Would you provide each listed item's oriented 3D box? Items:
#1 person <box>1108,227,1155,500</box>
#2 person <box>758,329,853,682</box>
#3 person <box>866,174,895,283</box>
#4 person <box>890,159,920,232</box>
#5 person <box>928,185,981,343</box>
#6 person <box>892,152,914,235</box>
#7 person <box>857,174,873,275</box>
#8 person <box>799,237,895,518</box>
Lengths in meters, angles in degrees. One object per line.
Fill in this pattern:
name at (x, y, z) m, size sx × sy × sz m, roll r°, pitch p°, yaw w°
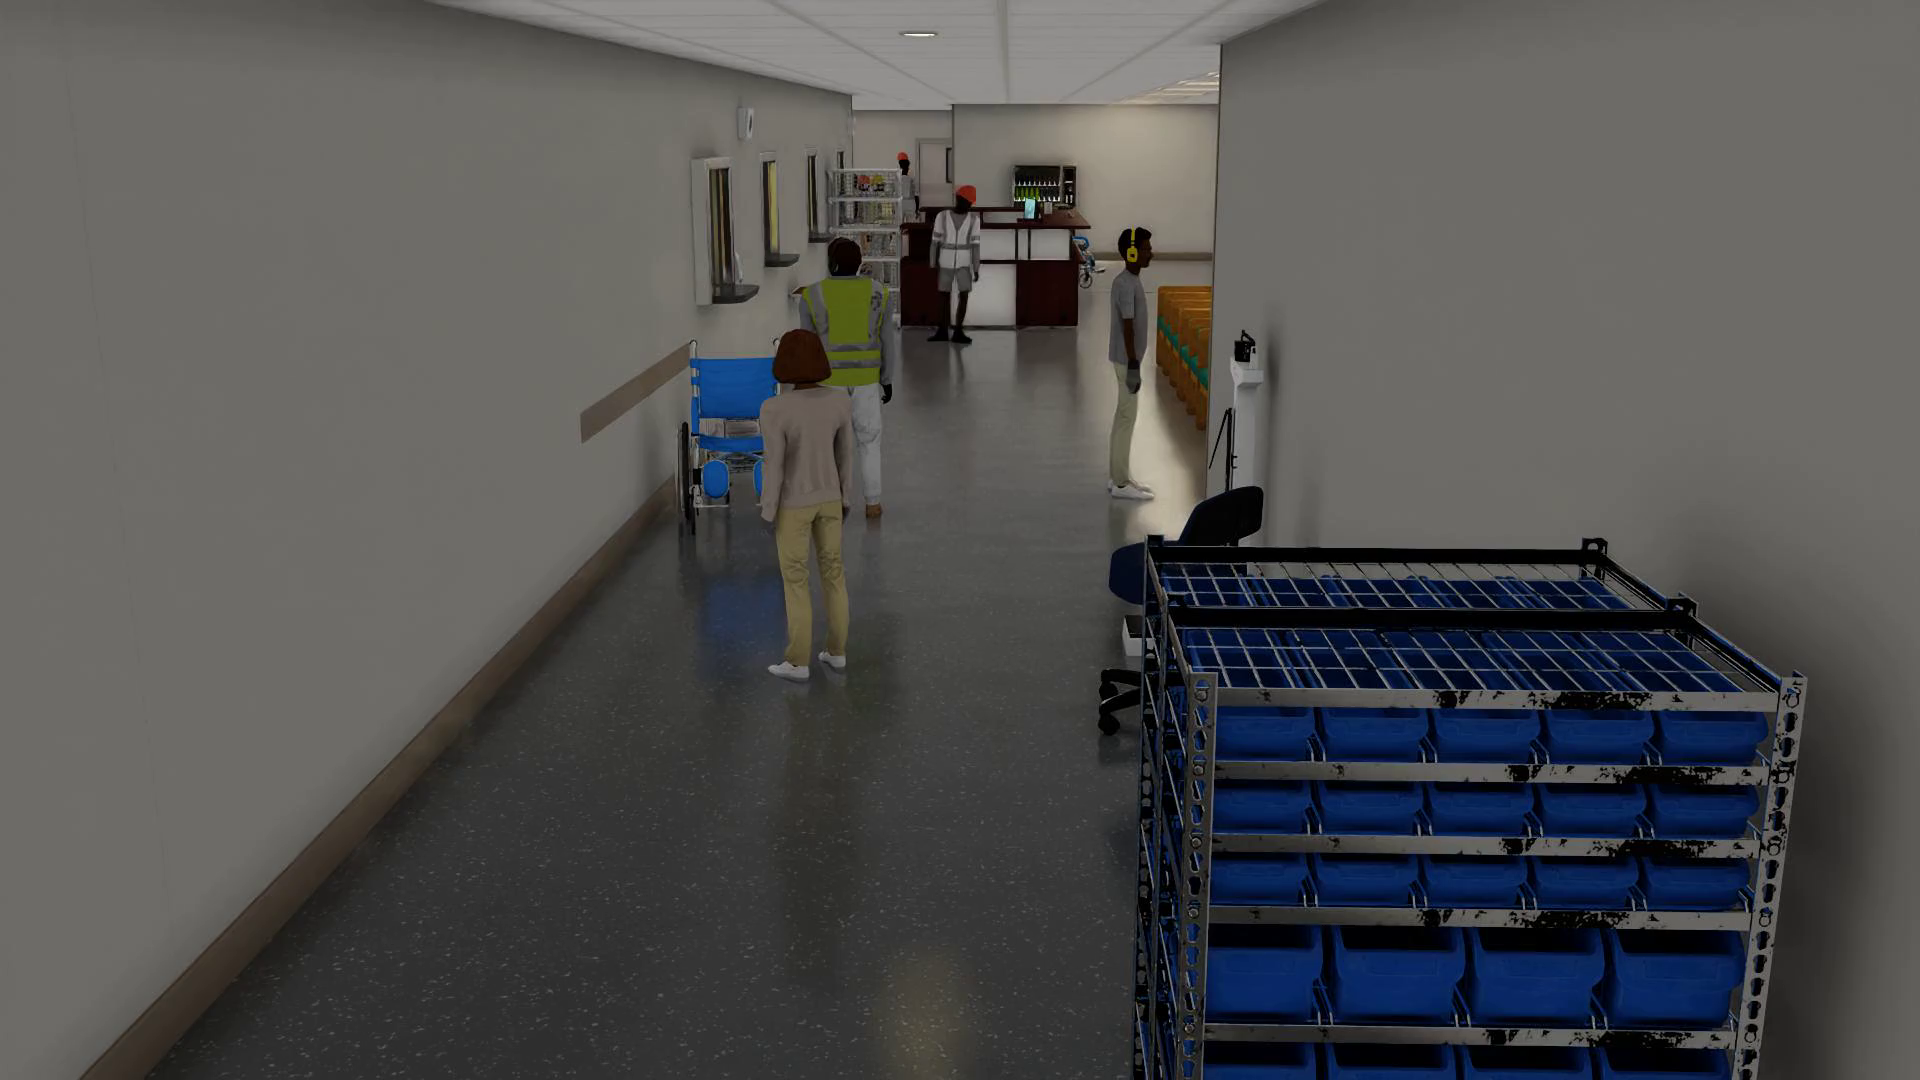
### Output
person at (1.194, -1.220, 11.531) m, size 0.328 × 1.872 × 0.510 m, roll 0°, pitch 14°, yaw 1°
person at (-0.712, -0.159, 7.706) m, size 0.507 × 1.636 × 0.277 m, roll -12°, pitch 18°, yaw -39°
person at (-1.313, -5.045, 27.172) m, size 0.403 × 1.819 × 0.599 m, roll 11°, pitch 18°, yaw 38°
person at (-1.092, -6.567, 33.033) m, size 0.604 × 1.966 × 0.367 m, roll 1°, pitch 14°, yaw 4°
person at (-0.076, -3.295, 19.935) m, size 0.639 × 1.885 × 0.498 m, roll -1°, pitch 14°, yaw -2°
person at (-1.402, -8.487, 40.765) m, size 0.612 × 1.997 × 0.376 m, roll 11°, pitch 17°, yaw 37°
person at (-1.690, -5.575, 29.441) m, size 0.327 × 1.752 × 0.563 m, roll -6°, pitch 15°, yaw -24°
person at (-0.740, -1.045, 10.875) m, size 0.633 × 1.844 × 0.429 m, roll -3°, pitch 14°, yaw -11°
